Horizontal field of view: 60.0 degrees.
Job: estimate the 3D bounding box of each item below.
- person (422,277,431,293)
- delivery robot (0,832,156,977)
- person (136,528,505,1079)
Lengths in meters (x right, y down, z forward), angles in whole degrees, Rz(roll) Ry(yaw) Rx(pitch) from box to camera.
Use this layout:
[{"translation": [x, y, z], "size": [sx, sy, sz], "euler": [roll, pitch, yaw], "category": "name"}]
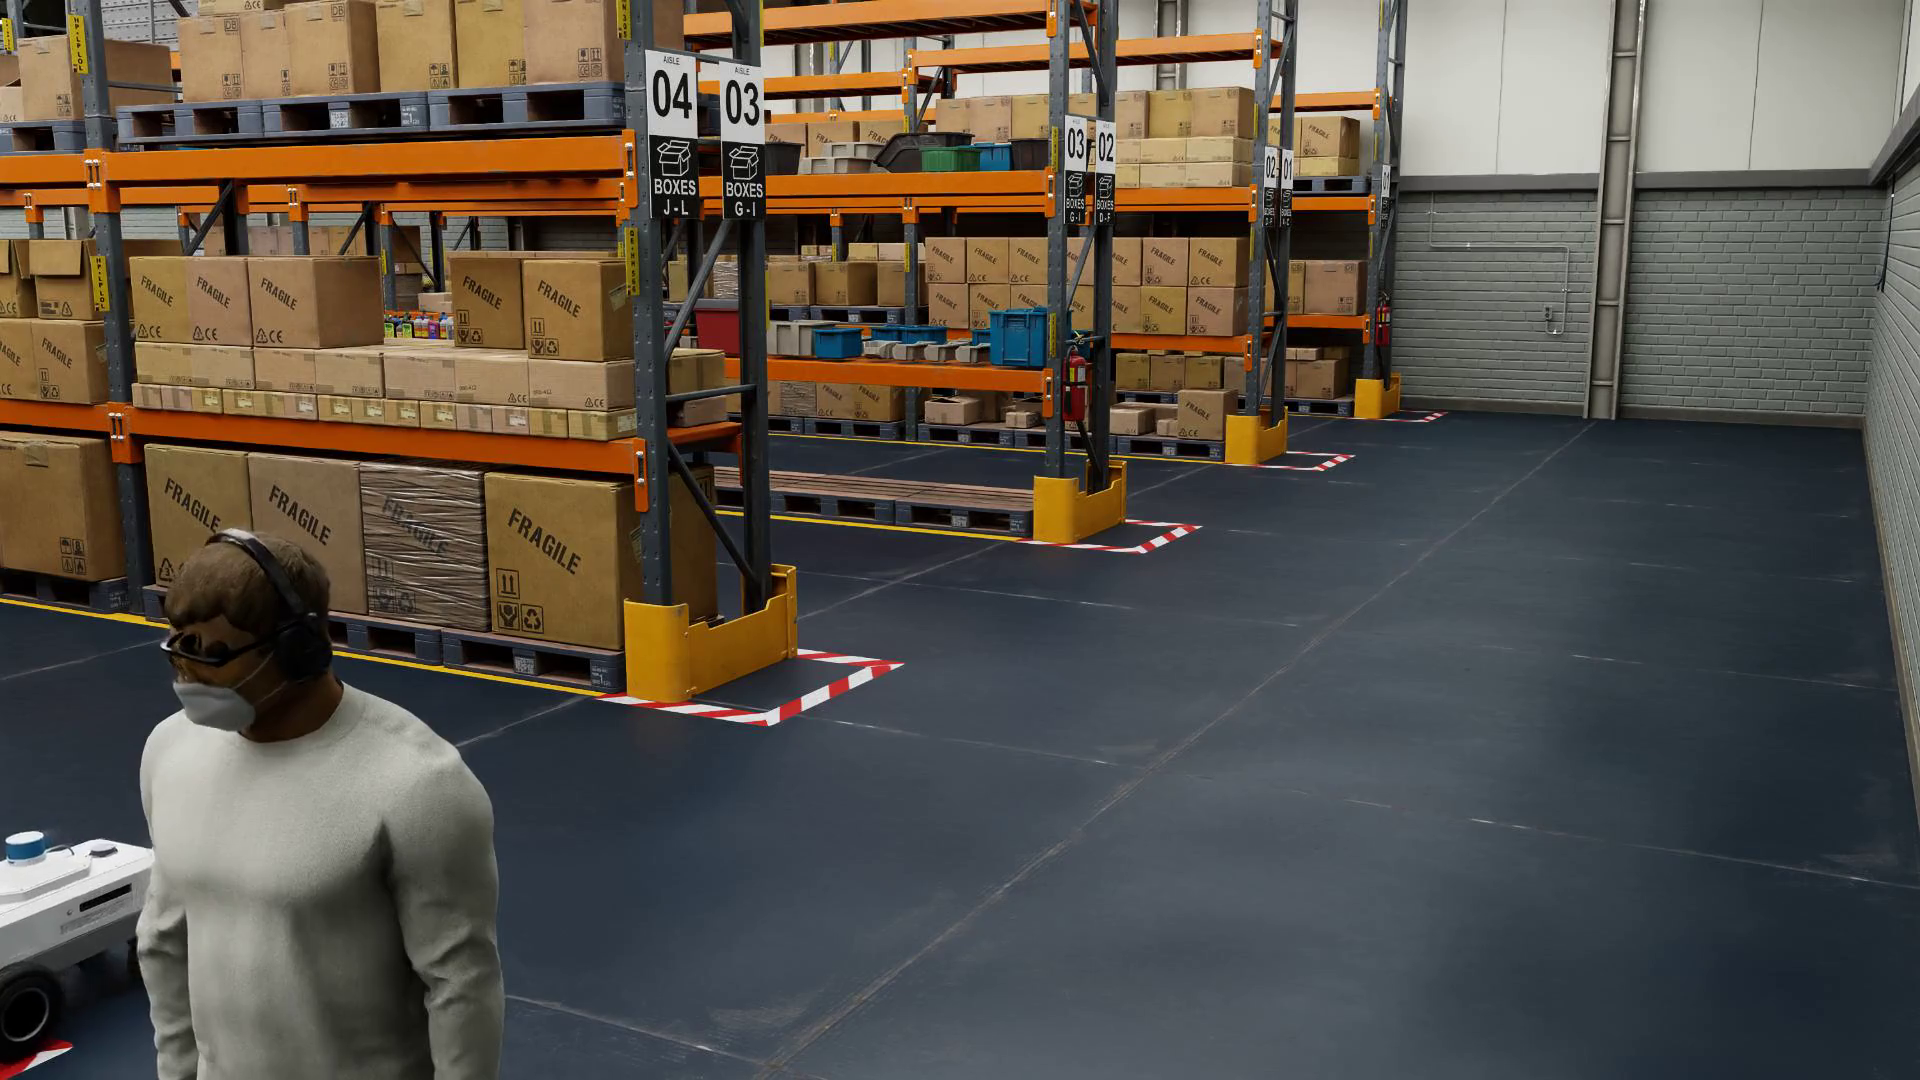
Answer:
[{"translation": [-7.903, -2.988, 24.467], "size": [0.848, 1.727, 0.548], "euler": [5, 11, 24], "category": "person"}, {"translation": [-2.796, 1.123, 5.016], "size": [0.477, 0.478, 0.707], "euler": [5, 11, 23], "category": "delivery robot"}, {"translation": [-1.007, 0.922, 2.618], "size": [0.635, 1.930, 0.356], "euler": [4, 11, 21], "category": "person"}]
